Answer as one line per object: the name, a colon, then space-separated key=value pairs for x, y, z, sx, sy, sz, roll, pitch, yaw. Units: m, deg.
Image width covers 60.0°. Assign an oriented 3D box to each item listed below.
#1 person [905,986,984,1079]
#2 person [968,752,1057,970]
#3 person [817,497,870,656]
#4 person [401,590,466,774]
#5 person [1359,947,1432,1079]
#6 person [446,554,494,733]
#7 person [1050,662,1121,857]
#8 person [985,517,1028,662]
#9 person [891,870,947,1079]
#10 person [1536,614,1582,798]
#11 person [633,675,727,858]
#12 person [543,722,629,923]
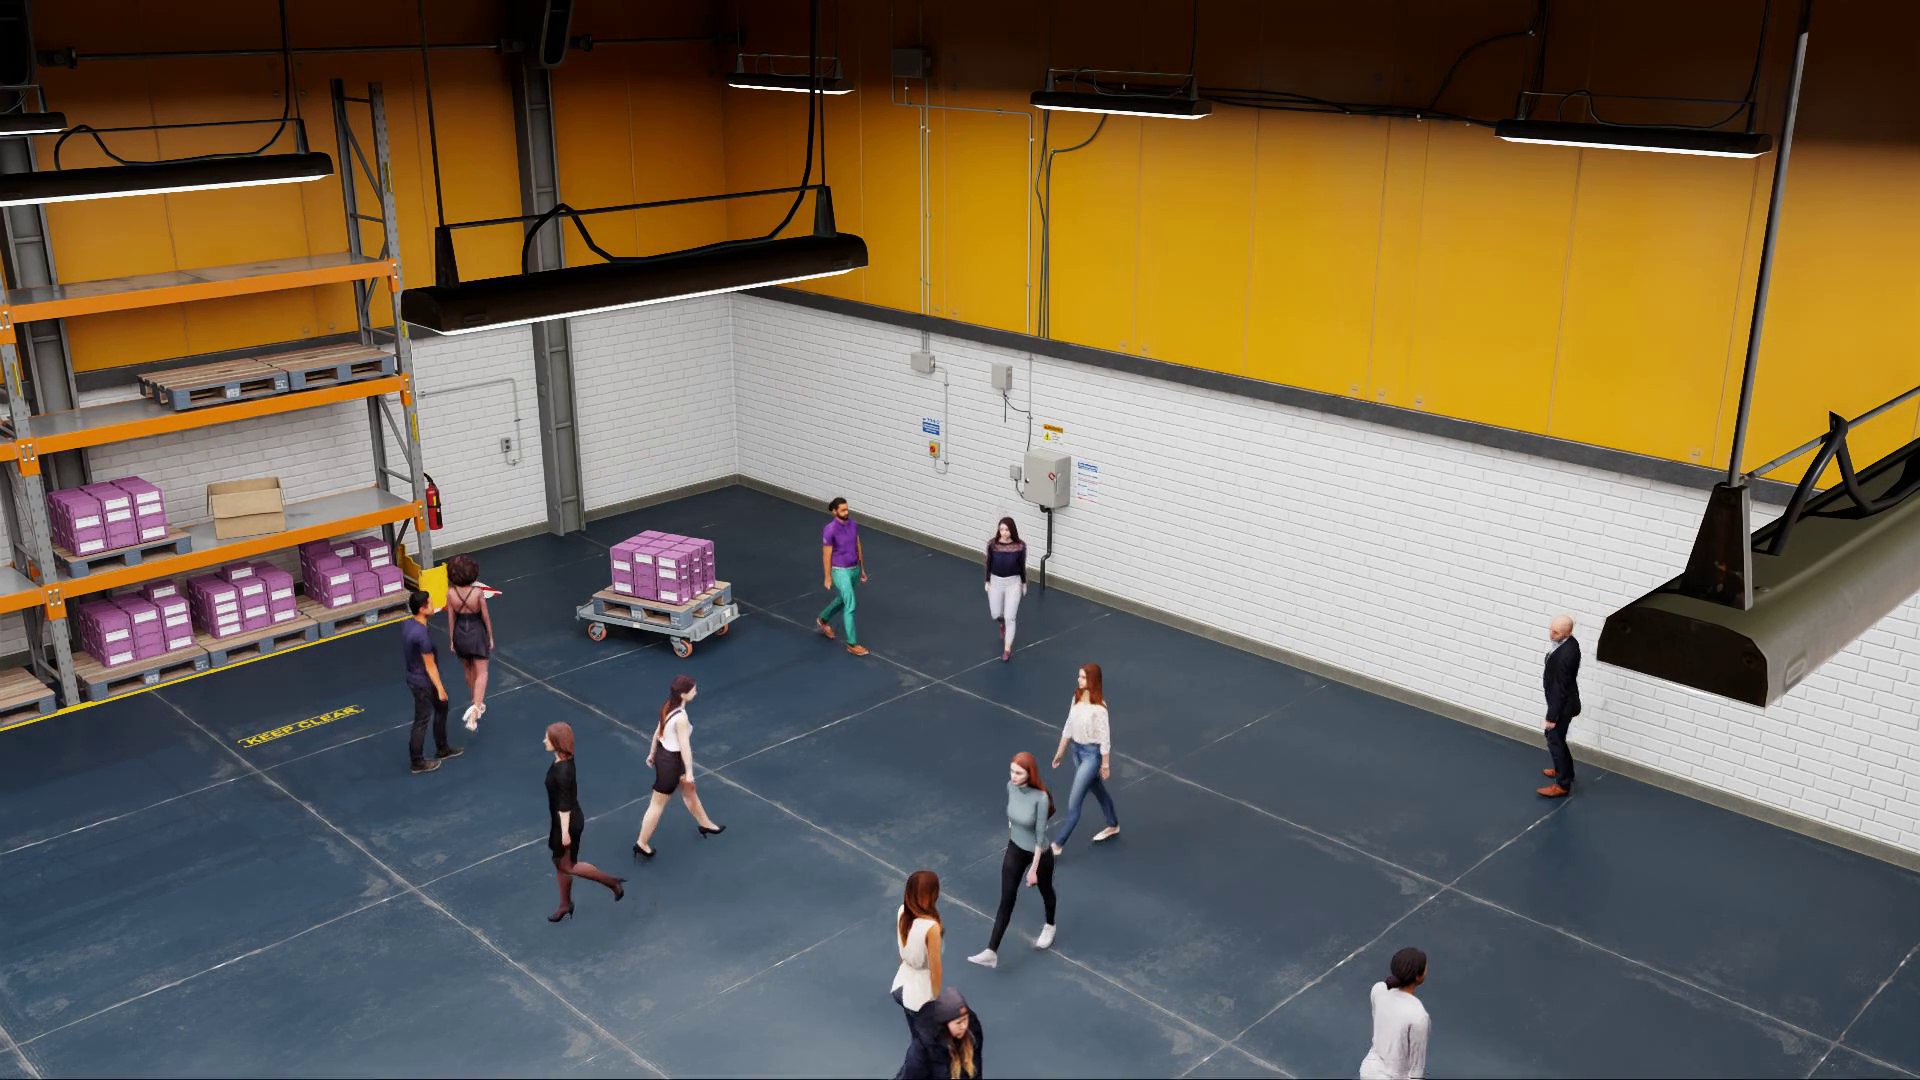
person: x=-0.108 y=3.303 z=9.604 sx=0.622 sy=1.670 sz=0.763 roll=-13 pitch=23 yaw=-34
person: x=0.573 y=2.346 z=12.414 sx=0.619 sy=1.693 sz=1.145 roll=15 pitch=24 yaw=37
person: x=-1.332 y=0.354 z=18.257 sx=0.775 sy=1.738 sz=1.093 roll=14 pitch=23 yaw=36
person: x=-5.037 y=1.324 z=15.320 sx=0.851 sy=1.774 sz=0.796 roll=-10 pitch=21 yaw=-27
person: x=2.478 y=3.222 z=9.804 sx=1.141 sy=1.697 sz=0.858 roll=-9 pitch=21 yaw=-25
person: x=-4.781 y=1.038 z=16.192 sx=1.018 sy=1.759 sz=1.072 roll=0 pitch=19 yaw=0
person: x=1.144 y=1.821 z=13.986 sx=1.191 sy=1.683 sz=0.840 roll=-9 pitch=21 yaw=-25
person: x=0.499 y=0.496 z=18.066 sx=0.873 sy=1.590 sz=0.976 roll=3 pitch=19 yaw=9
person: x=-0.335 y=2.928 z=10.570 sx=0.912 sy=1.766 sz=0.683 roll=-14 pitch=23 yaw=-36
person: x=5.430 y=1.476 z=14.892 sx=0.951 sy=1.758 sz=0.792 roll=11 pitch=22 yaw=30
person: x=-2.482 y=1.921 z=13.845 sx=1.121 sy=1.584 sz=0.792 roll=-11 pitch=21 yaw=-29
person: x=-2.956 y=2.196 z=12.864 sx=0.970 sy=1.689 sz=0.853 roll=-4 pitch=19 yaw=-11
